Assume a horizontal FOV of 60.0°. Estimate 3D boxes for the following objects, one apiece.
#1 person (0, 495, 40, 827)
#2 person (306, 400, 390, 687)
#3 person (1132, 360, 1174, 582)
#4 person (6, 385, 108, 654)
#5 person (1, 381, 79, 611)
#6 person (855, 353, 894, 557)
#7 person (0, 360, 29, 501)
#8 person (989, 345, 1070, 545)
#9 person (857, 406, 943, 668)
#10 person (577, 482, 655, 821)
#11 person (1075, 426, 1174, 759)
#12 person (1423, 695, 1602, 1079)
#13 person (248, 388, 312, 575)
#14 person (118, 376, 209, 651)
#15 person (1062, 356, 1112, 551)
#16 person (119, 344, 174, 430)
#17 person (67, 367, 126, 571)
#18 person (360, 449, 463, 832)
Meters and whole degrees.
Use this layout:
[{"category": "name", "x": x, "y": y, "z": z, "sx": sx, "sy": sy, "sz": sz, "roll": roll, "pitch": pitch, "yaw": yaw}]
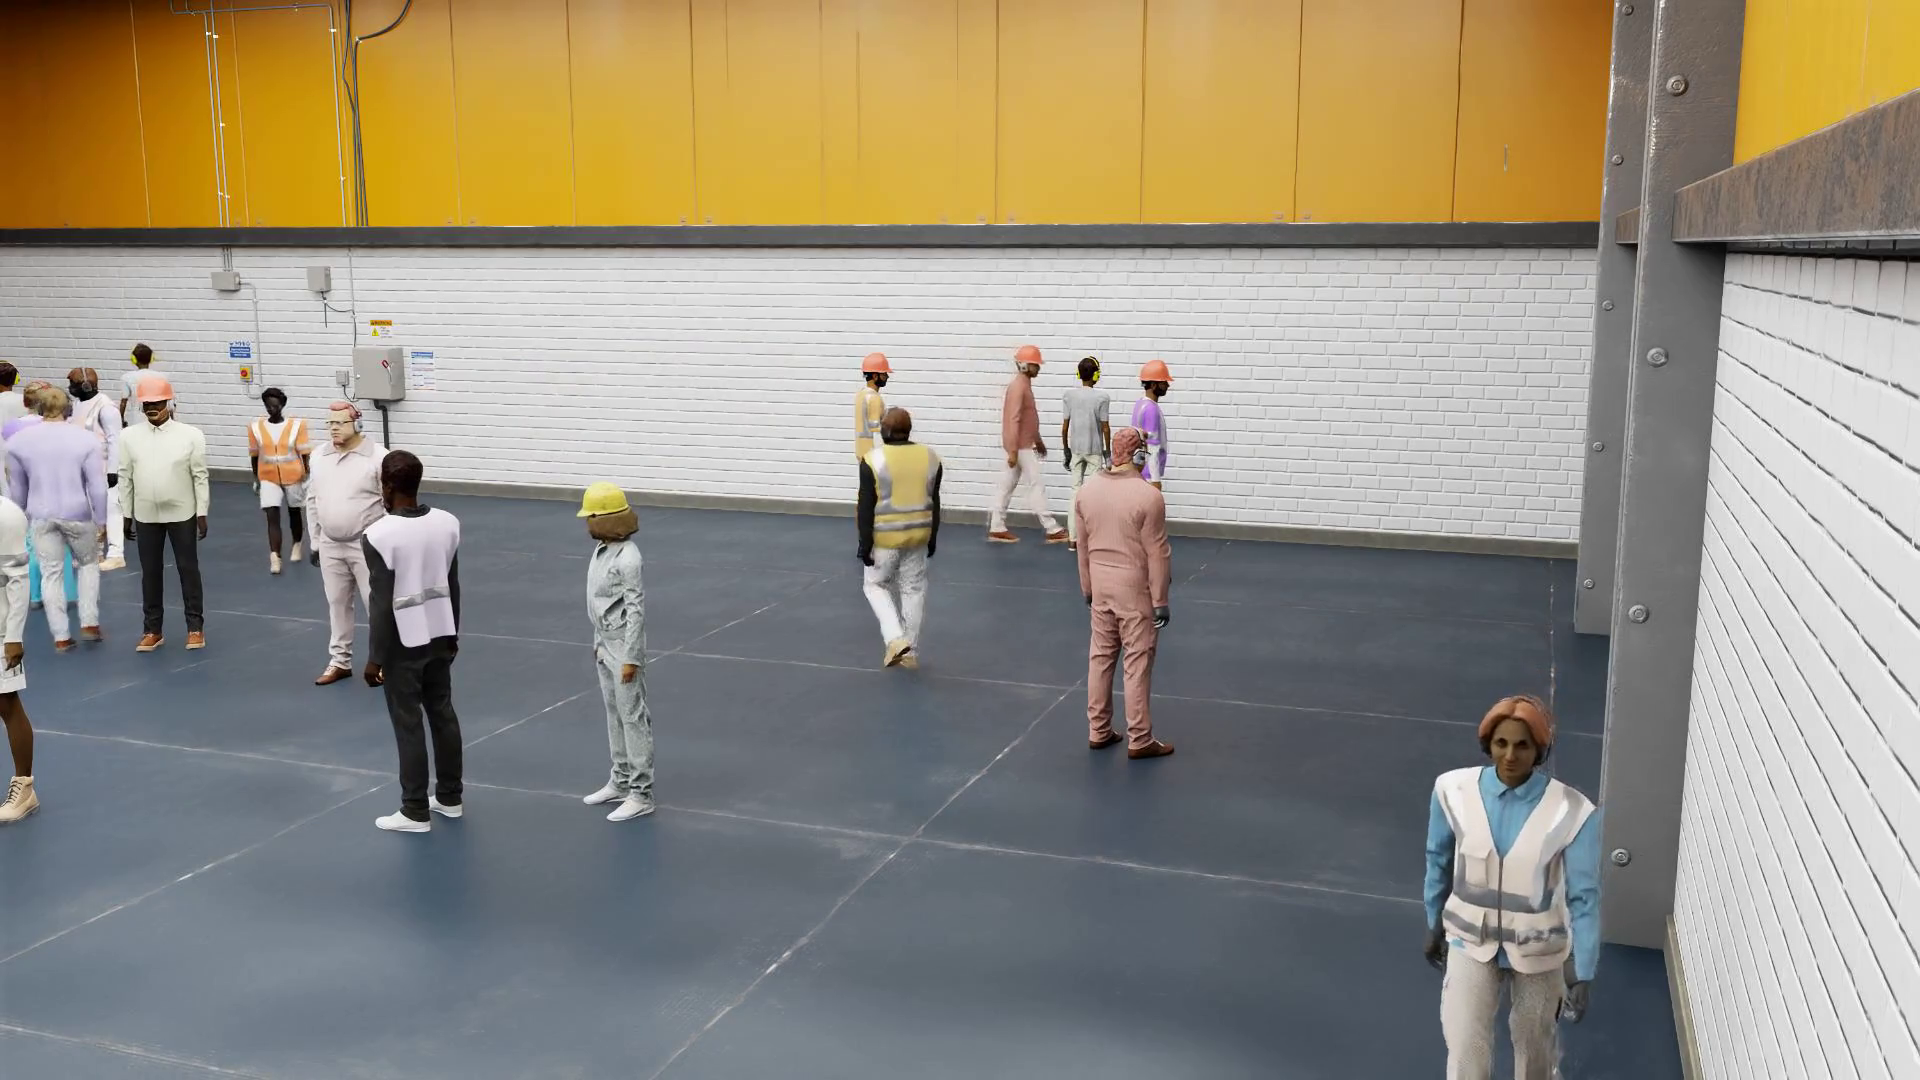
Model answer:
[{"category": "person", "x": -4.965, "y": 0.428, "z": 8.391, "sx": 0.608, "sy": 2.048, "sz": 0.365, "roll": 3, "pitch": 10, "yaw": 16}, {"category": "person", "x": -4.039, "y": 0.028, "z": 11.039, "sx": 0.637, "sy": 1.911, "sz": 0.403, "roll": 2, "pitch": 10, "yaw": 9}, {"category": "person", "x": 1.662, "y": -0.594, "z": 14.449, "sx": 0.368, "sy": 1.939, "sz": 0.542, "roll": -1, "pitch": 10, "yaw": -4}, {"category": "person", "x": -6.496, "y": -0.153, "z": 12.029, "sx": 0.652, "sy": 1.915, "sz": 0.592, "roll": -3, "pitch": 11, "yaw": -17}, {"category": "person", "x": -7.340, "y": -0.345, "z": 13.309, "sx": 0.564, "sy": 1.846, "sz": 0.390, "roll": 1, "pitch": 10, "yaw": 3}, {"category": "person", "x": -0.782, "y": -0.766, "z": 15.422, "sx": 0.357, "sy": 1.936, "sz": 0.551, "roll": -4, "pitch": 11, "yaw": -20}, {"category": "person", "x": -8.717, "y": -0.715, "z": 15.324, "sx": 0.327, "sy": 1.874, "sz": 0.518, "roll": 9, "pitch": 14, "yaw": 42}, {"category": "person", "x": 0.726, "y": -0.926, "z": 16.259, "sx": 0.961, "sy": 1.946, "sz": 0.632, "roll": 1, "pitch": 10, "yaw": 3}, {"category": "person", "x": -0.414, "y": 0.000, "z": 11.425, "sx": 0.638, "sy": 1.834, "sz": 0.465, "roll": -5, "pitch": 11, "yaw": -26}, {"category": "person", "x": -1.771, "y": 0.563, "z": 8.507, "sx": 0.312, "sy": 1.737, "sz": 0.483, "roll": -6, "pitch": 12, "yaw": -30}, {"category": "person", "x": 0.963, "y": 0.299, "z": 9.532, "sx": 0.408, "sy": 1.903, "sz": 0.638, "roll": -10, "pitch": 14, "yaw": -43}, {"category": "person", "x": 1.667, "y": 1.244, "z": 5.054, "sx": 0.535, "sy": 1.596, "sz": 0.849, "roll": 5, "pitch": 11, "yaw": 28}, {"category": "person", "x": -6.143, "y": -0.558, "z": 15.067, "sx": 0.540, "sy": 1.652, "sz": 0.854, "roll": -3, "pitch": 10, "yaw": -15}, {"category": "person", "x": -5.748, "y": -0.191, "z": 12.023, "sx": 0.609, "sy": 1.995, "sz": 0.376, "roll": -2, "pitch": 10, "yaw": -12}, {"category": "person", "x": 1.222, "y": -0.816, "z": 15.897, "sx": 0.528, "sy": 1.871, "sz": 0.323, "roll": 5, "pitch": 11, "yaw": 27}, {"category": "person", "x": -9.095, "y": -1.265, "z": 18.553, "sx": 0.546, "sy": 1.824, "sz": 0.965, "roll": -9, "pitch": 13, "yaw": -41}, {"category": "person", "x": -7.823, "y": -0.644, "z": 15.018, "sx": 0.624, "sy": 1.841, "sz": 0.430, "roll": 6, "pitch": 12, "yaw": 29}, {"category": "person", "x": -2.725, "y": 0.504, "z": 8.325, "sx": 0.379, "sy": 1.918, "sz": 0.597, "roll": 5, "pitch": 11, "yaw": 25}]
